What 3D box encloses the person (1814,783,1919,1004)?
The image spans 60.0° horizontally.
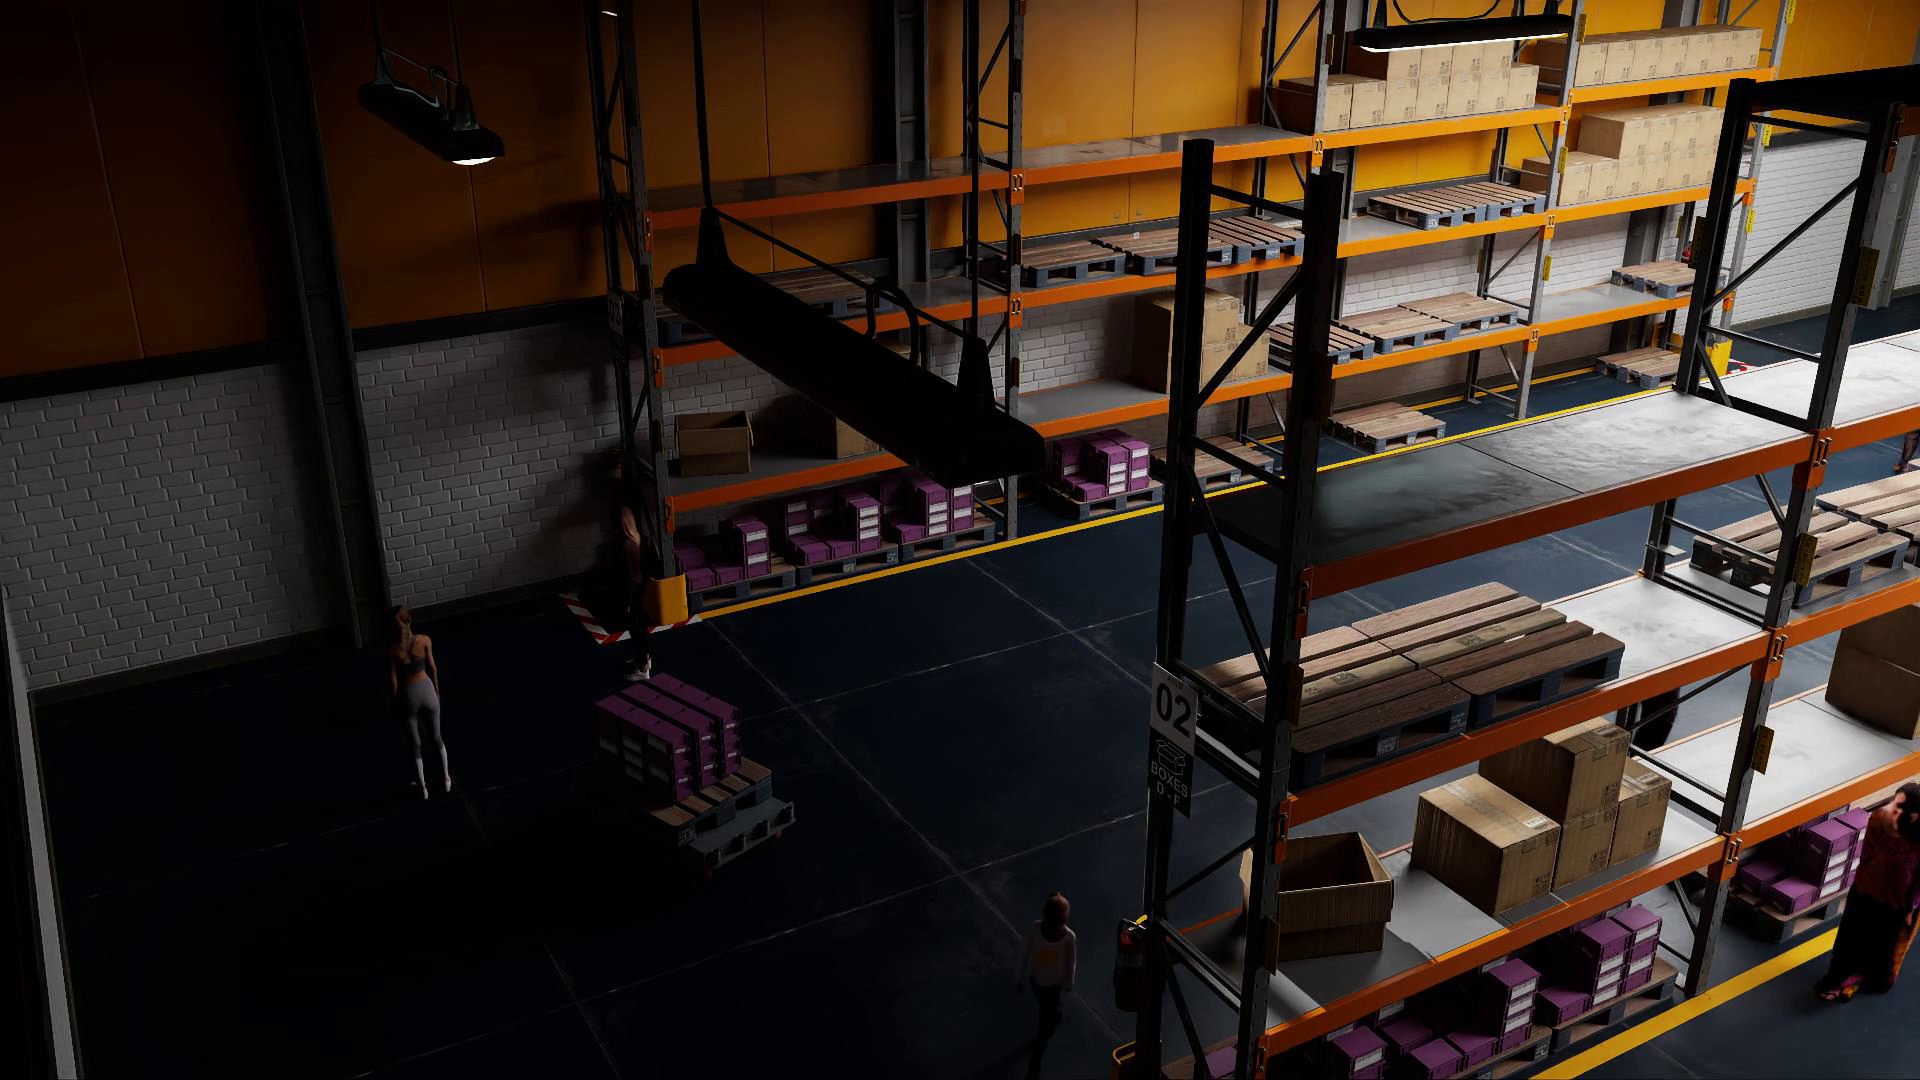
[{"bbox_3d":[6.271,2.323,11.138,1.115,1.672,0.768,-19,30,-37],"label":"person"}]

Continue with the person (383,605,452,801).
[{"bbox_3d":[-4.390,1.302,13.432,0.452,1.706,0.621,-14,27,-29],"label":"person"}]

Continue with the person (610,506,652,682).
[{"bbox_3d":[-3.020,0.482,15.312,0.666,1.703,0.677,0,24,-1],"label":"person"}]

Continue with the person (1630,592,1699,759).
[{"bbox_3d":[5.624,1.244,13.385,0.760,1.849,0.737,2,24,5],"label":"person"}]

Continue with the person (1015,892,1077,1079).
[{"bbox_3d":[0.575,2.765,10.655,0.827,1.248,0.969,10,26,22],"label":"person"}]
